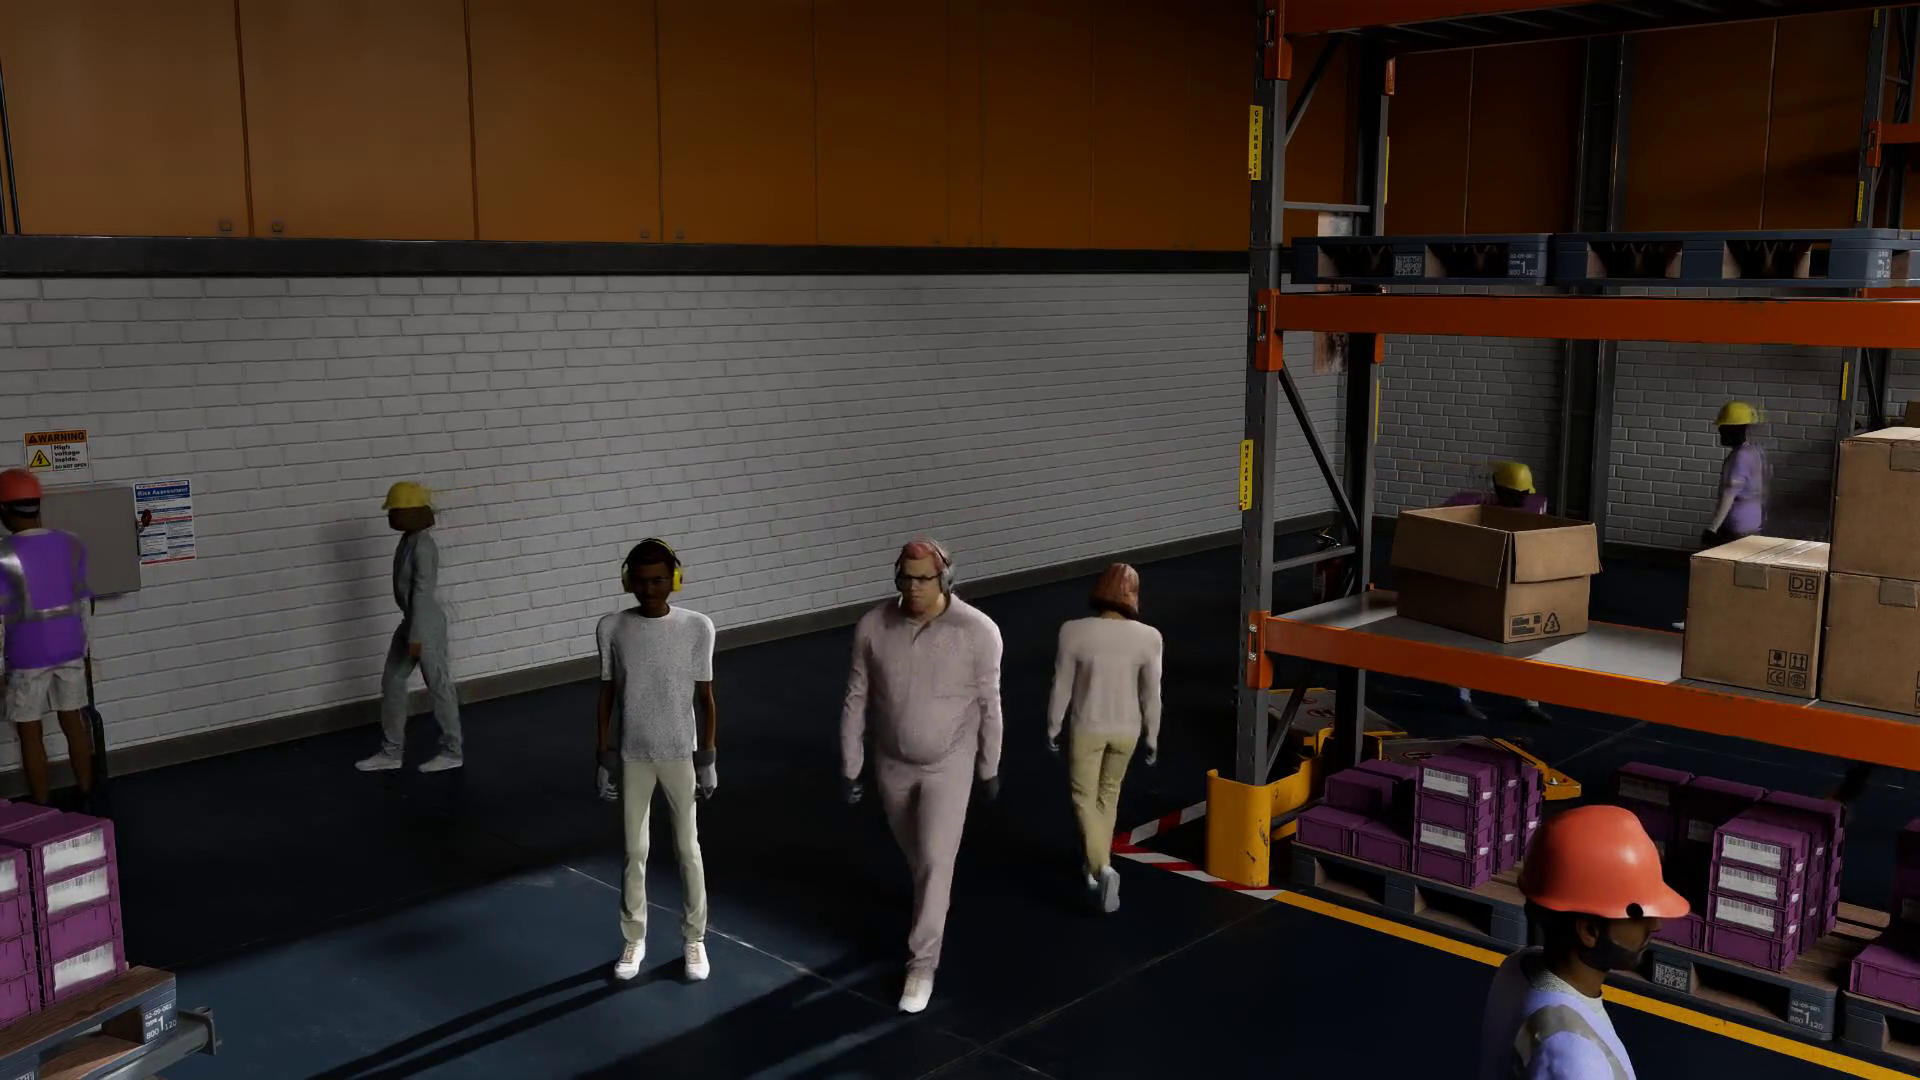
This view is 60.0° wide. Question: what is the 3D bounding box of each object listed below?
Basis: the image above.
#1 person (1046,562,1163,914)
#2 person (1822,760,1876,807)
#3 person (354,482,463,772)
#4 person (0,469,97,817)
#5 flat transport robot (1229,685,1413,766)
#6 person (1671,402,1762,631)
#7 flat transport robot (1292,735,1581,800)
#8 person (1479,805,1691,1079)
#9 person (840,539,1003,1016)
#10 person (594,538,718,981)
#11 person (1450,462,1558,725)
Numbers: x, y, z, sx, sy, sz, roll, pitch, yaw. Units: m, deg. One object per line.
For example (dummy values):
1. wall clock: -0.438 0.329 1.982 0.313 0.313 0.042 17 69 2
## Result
1. person: 0.680 0.907 7.701 0.536 1.593 0.693 -1 9 -7
2. person: 4.864 0.740 8.570 0.861 1.647 0.544 4 10 22
3. person: -3.244 0.526 9.632 0.711 1.717 0.507 -6 11 -32
4. person: -4.818 0.591 8.670 0.432 1.917 0.557 5 11 30
5. flat transport robot: 2.216 1.144 10.311 0.652 0.197 1.431 -2 9 -10
6. person: 6.051 -0.146 13.235 0.784 1.896 0.589 3 10 19
7. flat transport robot: 2.669 1.299 9.357 1.431 0.197 0.652 -2 9 -10
8. person: 1.195 1.458 3.287 0.357 1.938 0.545 1 9 6
9. person: -0.158 0.903 6.943 0.660 1.861 0.995 3 10 15
10. person: -1.265 0.909 6.898 0.511 1.860 0.315 0 9 -1
11. person: 3.497 0.362 10.672 0.513 1.727 0.810 -8 12 -42
